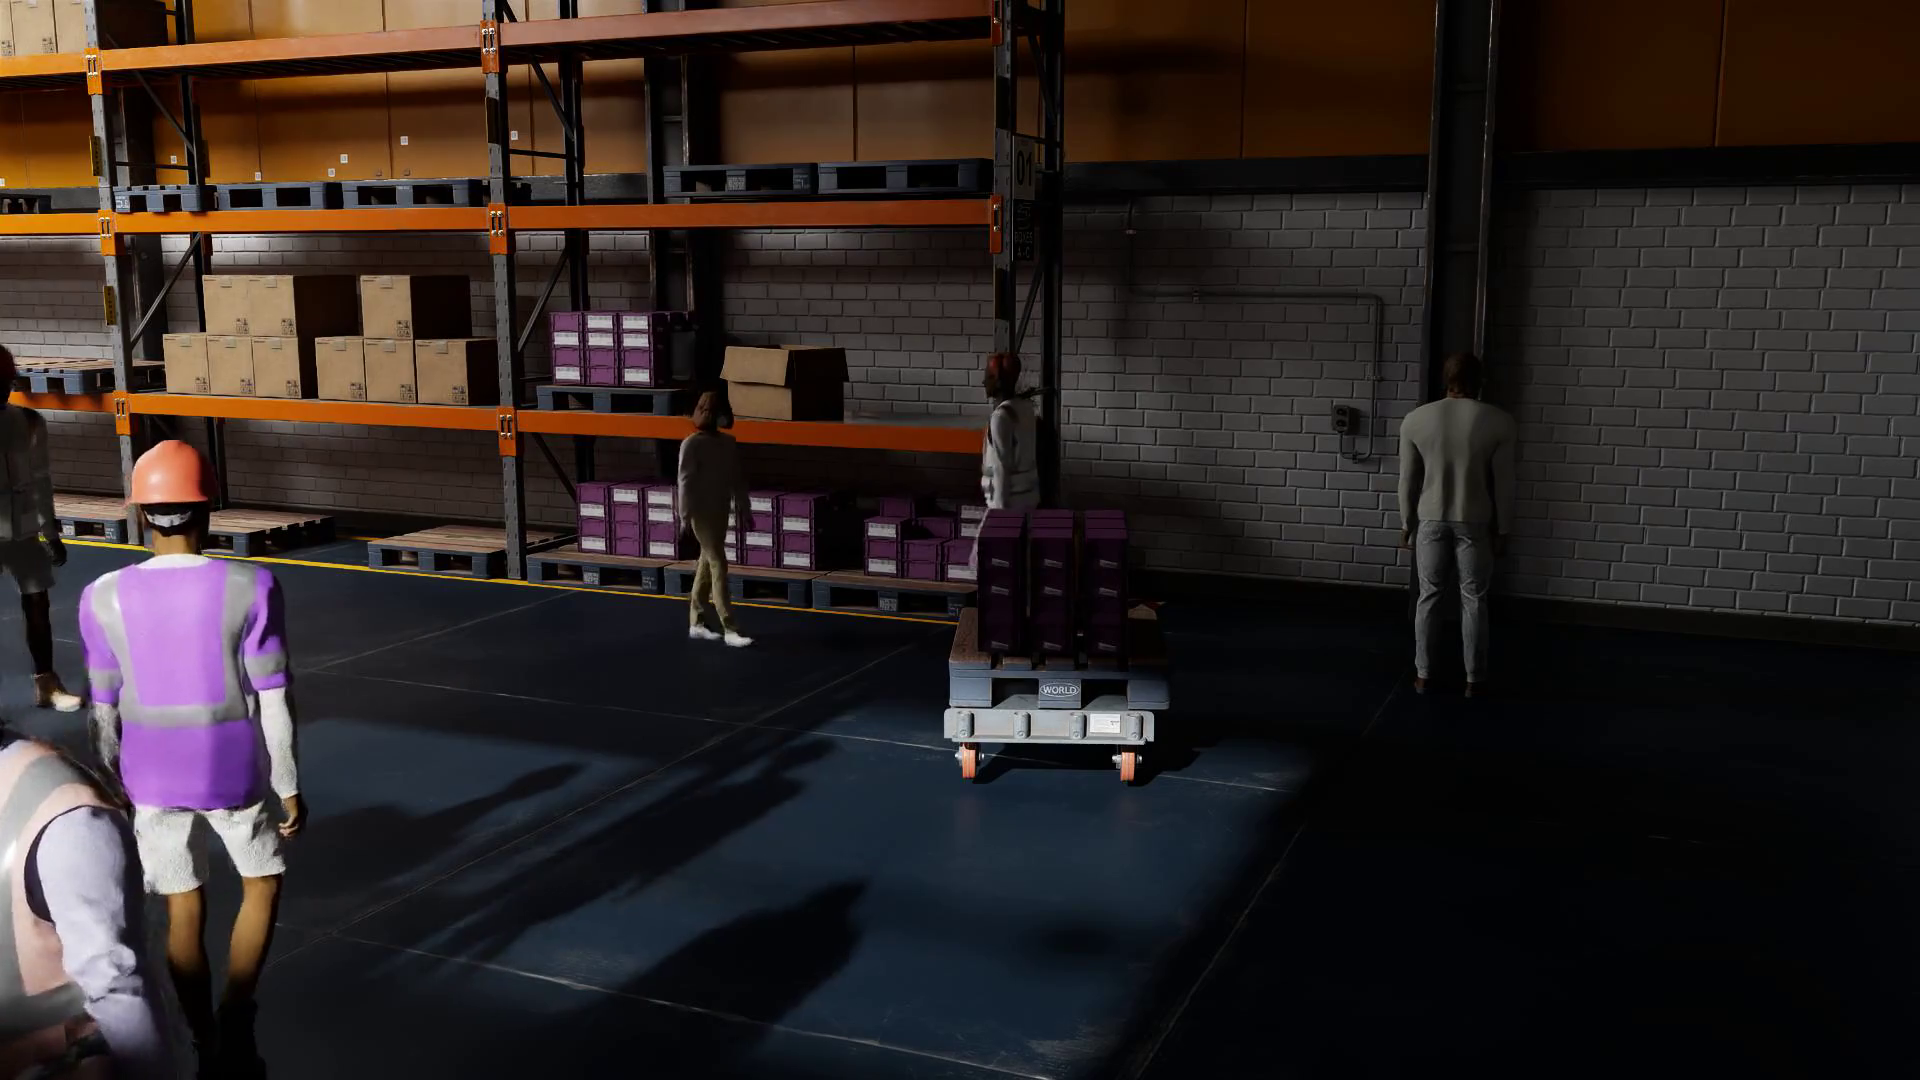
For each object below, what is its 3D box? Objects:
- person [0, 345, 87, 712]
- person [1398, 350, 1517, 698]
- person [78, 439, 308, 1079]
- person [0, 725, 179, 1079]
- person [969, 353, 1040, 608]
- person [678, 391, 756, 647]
[{"bbox_3d":[-5.006,-0.034,8.728,0.466,2.018,0.660,6,11,31],"label":"person"},{"bbox_3d":[2.760,-0.084,9.290,0.629,1.937,0.378,4,10,24],"label":"person"},{"bbox_3d":[-2.179,0.674,4.776,0.574,1.925,0.409,-2,10,-12],"label":"person"},{"bbox_3d":[-1.730,0.995,3.246,0.663,1.808,0.763,4,10,21],"label":"person"},{"bbox_3d":[0.285,-0.214,10.252,0.411,1.868,0.574,4,10,24],"label":"person"},{"bbox_3d":[-1.478,-0.127,10.505,0.728,1.604,0.521,6,11,30],"label":"person"}]
